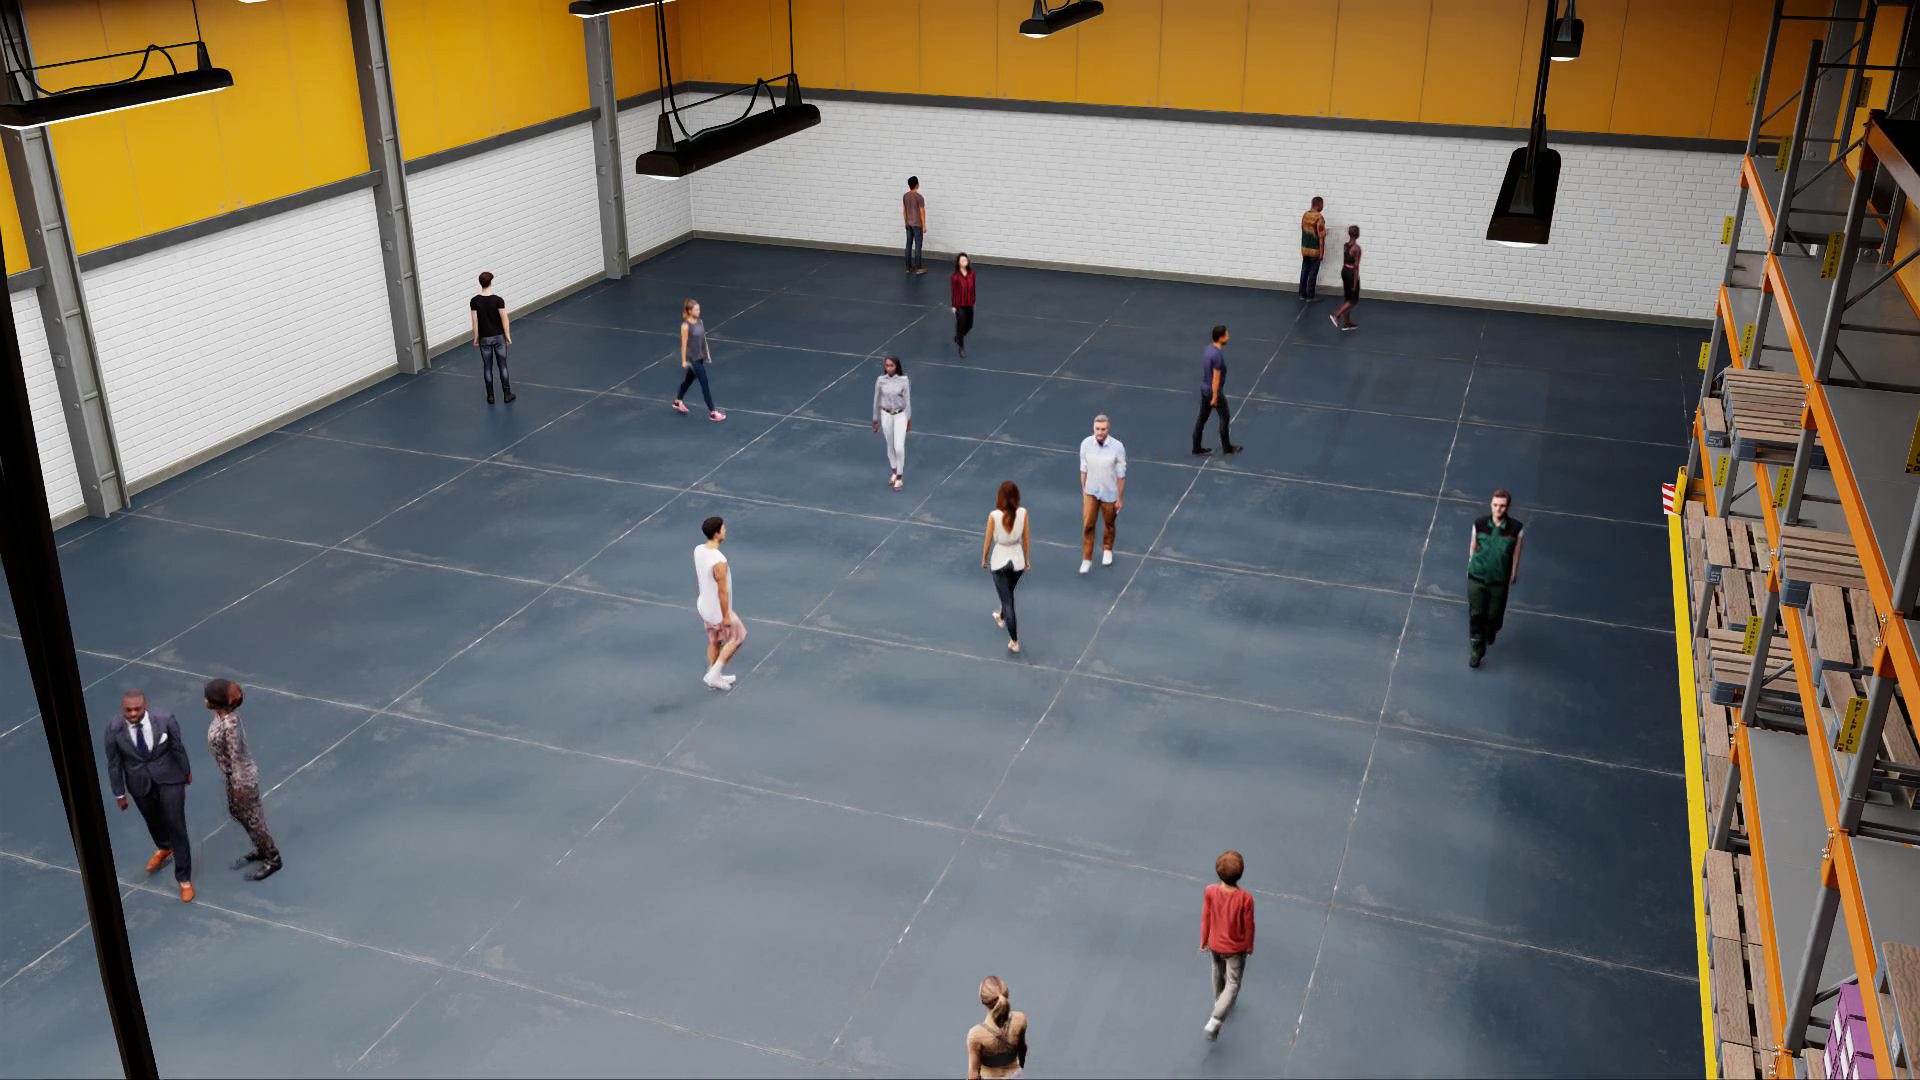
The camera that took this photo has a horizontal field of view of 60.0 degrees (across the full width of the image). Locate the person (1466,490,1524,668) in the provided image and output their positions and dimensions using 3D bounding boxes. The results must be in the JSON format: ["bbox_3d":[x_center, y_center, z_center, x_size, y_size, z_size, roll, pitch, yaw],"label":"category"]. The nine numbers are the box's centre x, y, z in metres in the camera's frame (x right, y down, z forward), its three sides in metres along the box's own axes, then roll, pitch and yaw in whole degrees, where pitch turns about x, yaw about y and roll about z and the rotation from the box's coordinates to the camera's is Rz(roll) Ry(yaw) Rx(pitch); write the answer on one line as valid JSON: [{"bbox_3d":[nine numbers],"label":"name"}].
[{"bbox_3d":[5.255,0.345,16.461,0.654,1.830,0.915,10,25,21],"label":"person"}]

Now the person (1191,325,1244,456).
[{"bbox_3d":[3.216,-1.939,21.761,0.973,1.768,0.957,-6,24,-14],"label":"person"}]

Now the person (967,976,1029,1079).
[{"bbox_3d":[0.278,3.350,9.800,1.037,1.659,1.180,-8,25,-17],"label":"person"}]

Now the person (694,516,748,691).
[{"bbox_3d":[-2.396,0.652,15.825,0.859,1.775,0.813,-16,28,-32],"label":"person"}]

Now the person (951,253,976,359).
[{"bbox_3d":[0.000,-3.670,25.869,0.765,1.650,0.820,-14,27,-30],"label":"person"}]

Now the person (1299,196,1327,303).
[{"bbox_3d":[6.105,-5.053,28.839,0.877,1.807,0.823,-12,26,-25],"label":"person"}]

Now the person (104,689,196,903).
[{"bbox_3d":[-6.286,1.893,12.998,1.077,1.766,1.174,-7,25,-16],"label":"person"}]

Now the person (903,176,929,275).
[{"bbox_3d":[-0.849,-5.799,30.580,0.686,1.779,0.629,15,28,31],"label":"person"}]

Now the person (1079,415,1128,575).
[{"bbox_3d":[1.609,-0.564,18.582,0.741,1.796,0.947,5,24,12],"label":"person"}]

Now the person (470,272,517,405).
[{"bbox_3d":[-6.701,-2.896,23.792,0.770,1.896,0.744,-3,24,-7],"label":"person"}]

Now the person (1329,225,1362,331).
[{"bbox_3d":[6.279,-4.240,27.057,0.959,1.744,0.895,-11,26,-23],"label":"person"}]

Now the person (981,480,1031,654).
[{"bbox_3d":[0.498,0.300,16.676,1.035,1.739,1.186,-6,24,-14],"label":"person"}]

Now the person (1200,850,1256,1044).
[{"bbox_3d":[1.818,2.790,11.405,0.615,1.399,0.918,13,27,27],"label":"person"}]

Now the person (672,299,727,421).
[{"bbox_3d":[-3.764,-2.510,23.182,0.730,1.677,1.127,12,26,25],"label":"person"}]

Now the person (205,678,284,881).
[{"bbox_3d":[-5.662,1.868,13.133,0.740,1.704,0.695,-21,31,-39],"label":"person"}]

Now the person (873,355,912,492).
[{"bbox_3d":[-0.808,-1.521,20.884,0.673,1.705,0.803,5,24,12],"label":"person"}]
